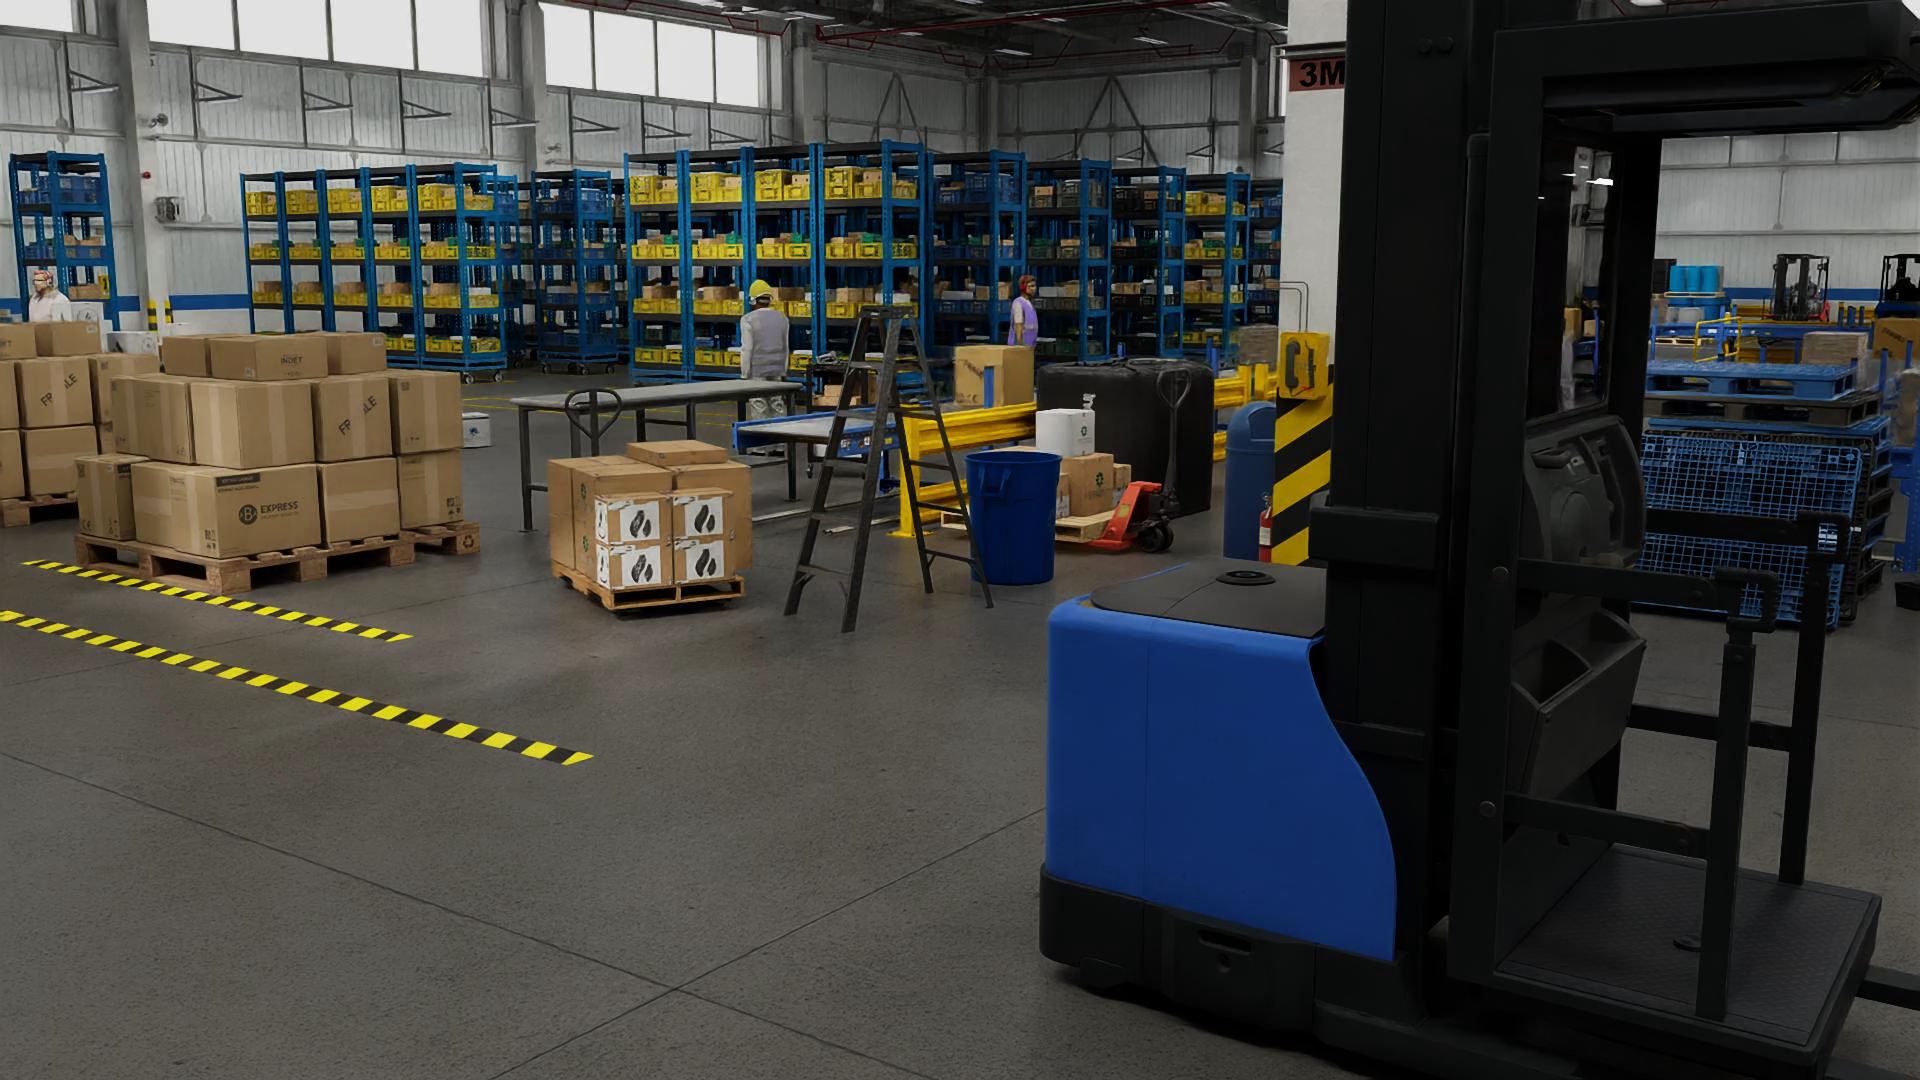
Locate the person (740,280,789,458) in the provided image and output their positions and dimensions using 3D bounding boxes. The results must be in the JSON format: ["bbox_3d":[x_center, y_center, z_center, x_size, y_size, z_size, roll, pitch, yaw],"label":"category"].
[{"bbox_3d":[-1.997,-1.707,16.824,0.594,1.832,0.403,-9,13,-43],"label":"person"}]

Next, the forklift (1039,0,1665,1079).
[{"bbox_3d":[1.249,-0.137,4.360,1.873,2.768,1.129,7,12,35],"label":"forklift"}]

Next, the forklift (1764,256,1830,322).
[{"bbox_3d":[20.253,-5.854,40.139,1.157,1.987,2.680,7,12,35],"label":"forklift"}]

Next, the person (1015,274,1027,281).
[{"bbox_3d":[1.112,-4.259,32.069,0.641,1.817,0.596,6,11,34],"label":"person"}]

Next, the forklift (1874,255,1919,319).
[{"bbox_3d":[22.089,-5.634,38.796,1.157,1.987,2.680,6,11,33],"label":"forklift"}]

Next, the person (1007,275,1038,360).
[{"bbox_3d":[0.792,-2.378,20.773,0.389,1.847,0.563,2,10,14],"label":"person"}]

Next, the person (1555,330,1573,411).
[{"bbox_3d":[3.832,-0.814,11.347,0.617,1.883,0.997,5,11,26],"label":"person"}]

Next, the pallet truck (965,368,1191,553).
[{"bbox_3d":[0.845,-0.609,11.869,1.630,1.274,0.653,7,12,35],"label":"pallet truck"}]

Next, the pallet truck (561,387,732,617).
[{"bbox_3d":[-1.981,-0.274,10.088,0.680,1.201,1.601,-5,11,-28],"label":"pallet truck"}]

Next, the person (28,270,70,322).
[{"bbox_3d":[-11.619,-2.479,21.200,0.643,1.909,0.410,3,10,19],"label":"person"}]
